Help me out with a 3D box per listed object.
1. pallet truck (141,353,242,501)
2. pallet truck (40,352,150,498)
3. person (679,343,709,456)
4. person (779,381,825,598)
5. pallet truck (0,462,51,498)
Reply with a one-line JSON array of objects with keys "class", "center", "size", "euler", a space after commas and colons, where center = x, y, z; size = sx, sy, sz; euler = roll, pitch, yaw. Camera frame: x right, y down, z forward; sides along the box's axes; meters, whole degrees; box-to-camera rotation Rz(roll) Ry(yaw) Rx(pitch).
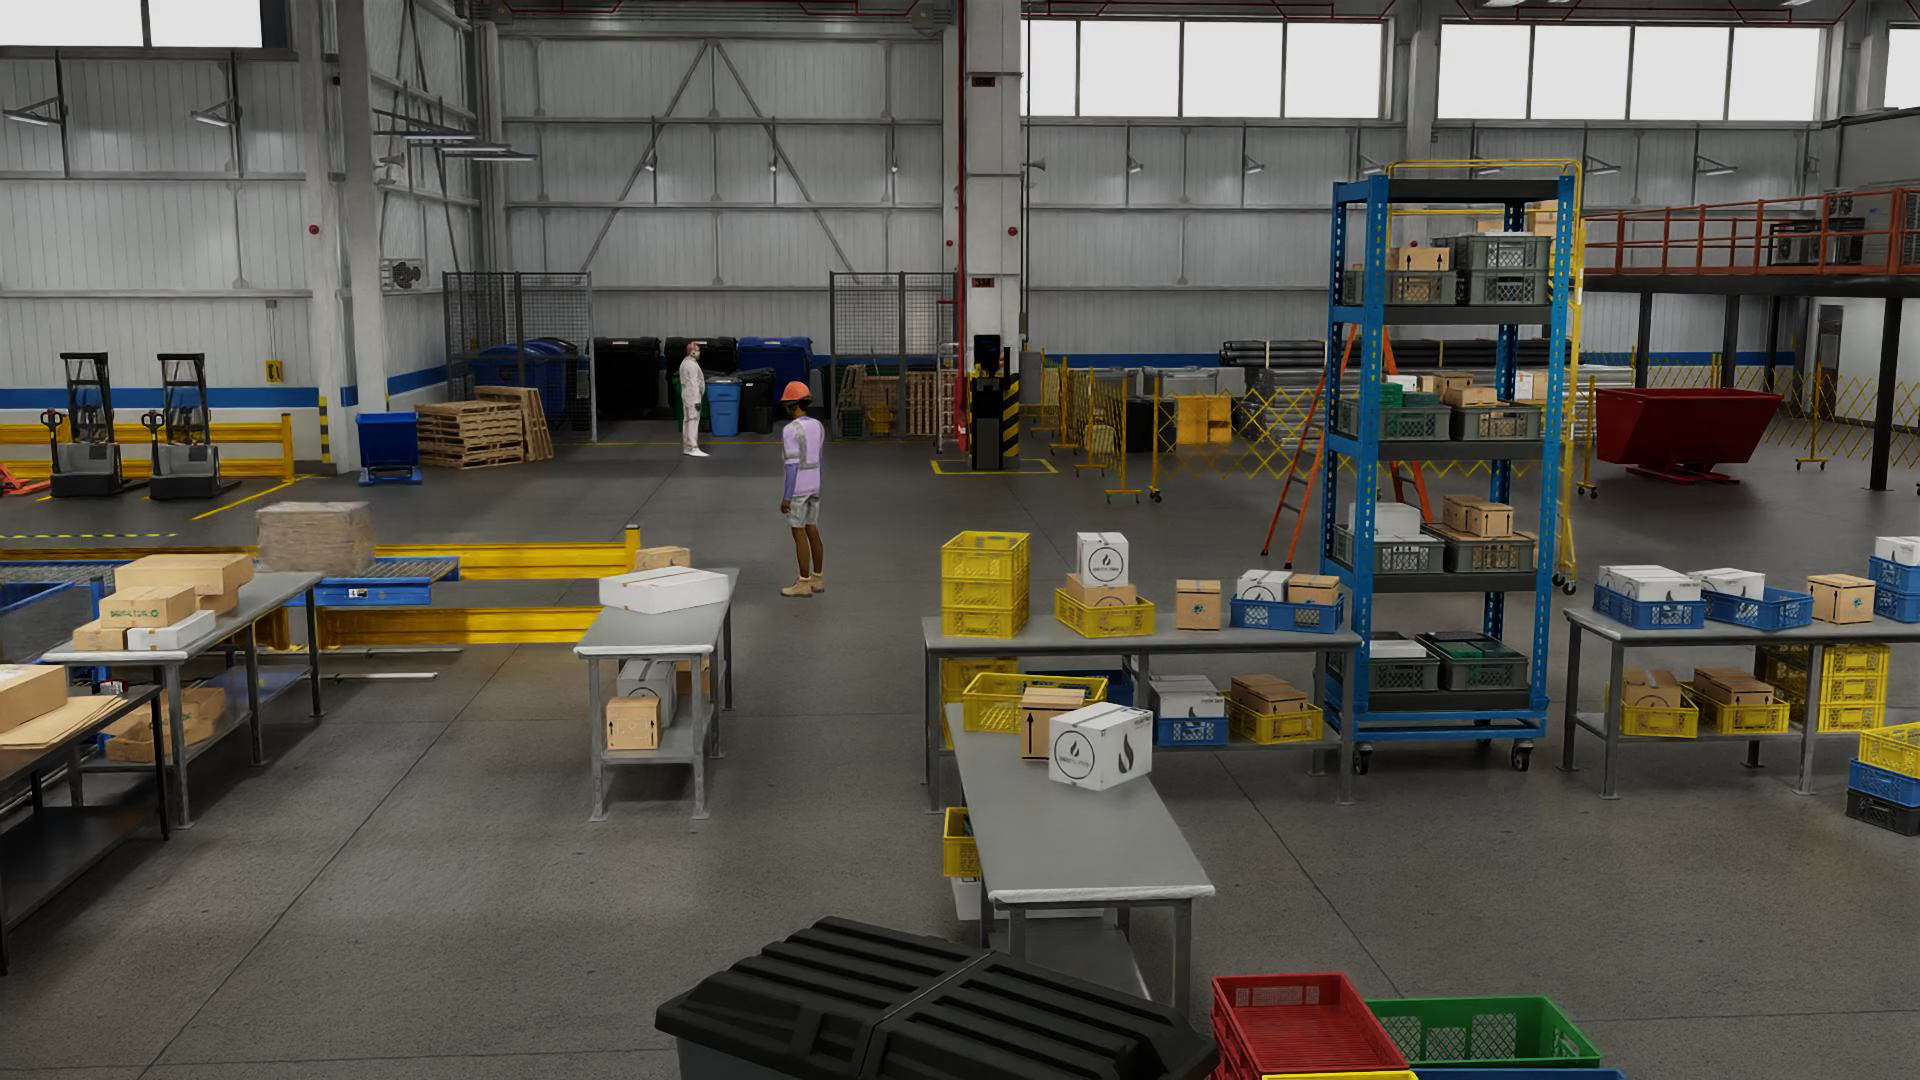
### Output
[{"class": "pallet truck", "center": [-10.520, -1.604, 22.925], "size": [0.823, 1.965, 1.885], "euler": [-1, 9, -6]}, {"class": "pallet truck", "center": [-11.907, -1.642, 23.165], "size": [0.823, 1.965, 1.885], "euler": [0, 9, 0]}, {"class": "person", "center": [-4.473, -2.358, 27.938], "size": [0.402, 1.911, 0.639], "euler": [-4, 10, -26]}, {"class": "person", "center": [-1.522, -0.477, 15.703], "size": [0.393, 2.041, 0.613], "euler": [4, 10, 25]}, {"class": "pallet truck", "center": [-13.193, -1.293, 23.148], "size": [0.653, 1.274, 1.630], "euler": [-1, 9, -4]}]
